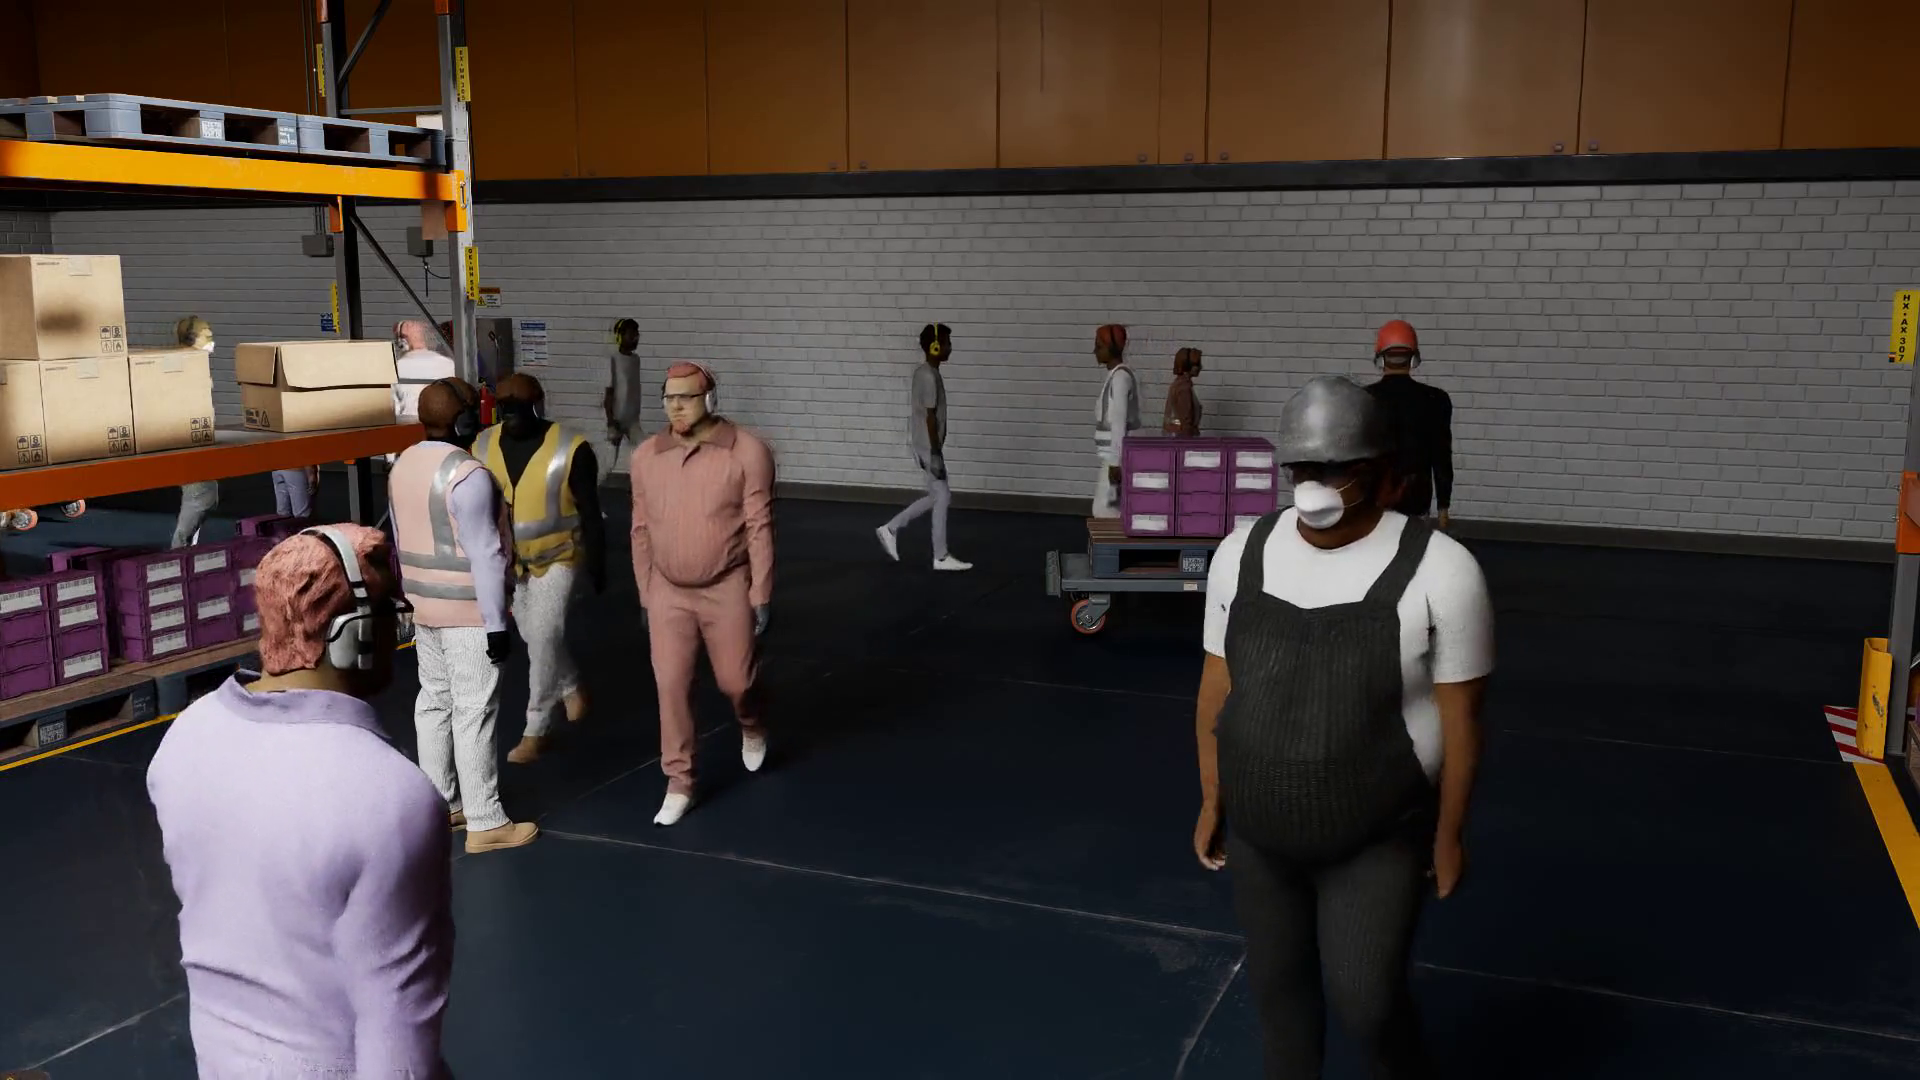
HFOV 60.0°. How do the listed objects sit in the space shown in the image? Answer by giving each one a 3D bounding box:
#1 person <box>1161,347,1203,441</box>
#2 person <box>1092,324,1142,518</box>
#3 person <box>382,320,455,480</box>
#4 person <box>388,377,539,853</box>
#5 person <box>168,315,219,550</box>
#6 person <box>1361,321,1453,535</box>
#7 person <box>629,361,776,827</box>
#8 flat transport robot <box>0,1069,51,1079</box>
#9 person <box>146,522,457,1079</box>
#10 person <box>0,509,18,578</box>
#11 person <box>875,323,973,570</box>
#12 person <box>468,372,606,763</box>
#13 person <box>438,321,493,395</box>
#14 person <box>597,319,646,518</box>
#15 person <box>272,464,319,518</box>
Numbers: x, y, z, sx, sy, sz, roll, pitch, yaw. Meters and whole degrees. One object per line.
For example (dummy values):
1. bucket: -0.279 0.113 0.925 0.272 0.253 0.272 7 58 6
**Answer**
1. person: 1.757 -0.709 13.194 0.316 1.630 0.515 0 9 2
2. person: 1.137 -0.588 11.721 0.486 1.867 0.595 0 9 2
3. person: -3.849 -0.644 12.025 0.677 1.879 0.551 -8 13 -42
4. person: -1.940 0.289 6.486 0.625 1.847 0.429 8 12 41
5. person: -5.506 -0.649 11.941 0.435 1.915 0.654 -1 9 -6
6. person: 2.420 -0.237 9.330 0.651 1.949 0.963 3 10 16
7. person: -1.056 0.188 6.963 0.644 1.889 0.758 1 9 9
8. flat transport robot: -2.194 1.556 3.560 0.652 0.197 1.431 0 9 3
9. person: -1.062 0.896 2.774 0.650 1.866 0.988 5 11 29
10. person: -5.871 -0.282 9.789 0.572 1.888 0.812 -2 10 -11
11. person: -0.259 -0.679 12.334 0.643 1.851 0.523 -1 9 -6
12. person: -1.994 0.082 7.926 0.656 1.796 0.898 2 10 11
13. person: -4.340 -0.996 14.426 0.974 1.788 0.591 3 10 16
14. person: -3.014 -1.062 14.789 0.982 1.818 0.537 5 11 29
15. person: -4.522 -0.475 11.380 0.519 1.760 0.330 8 12 40
